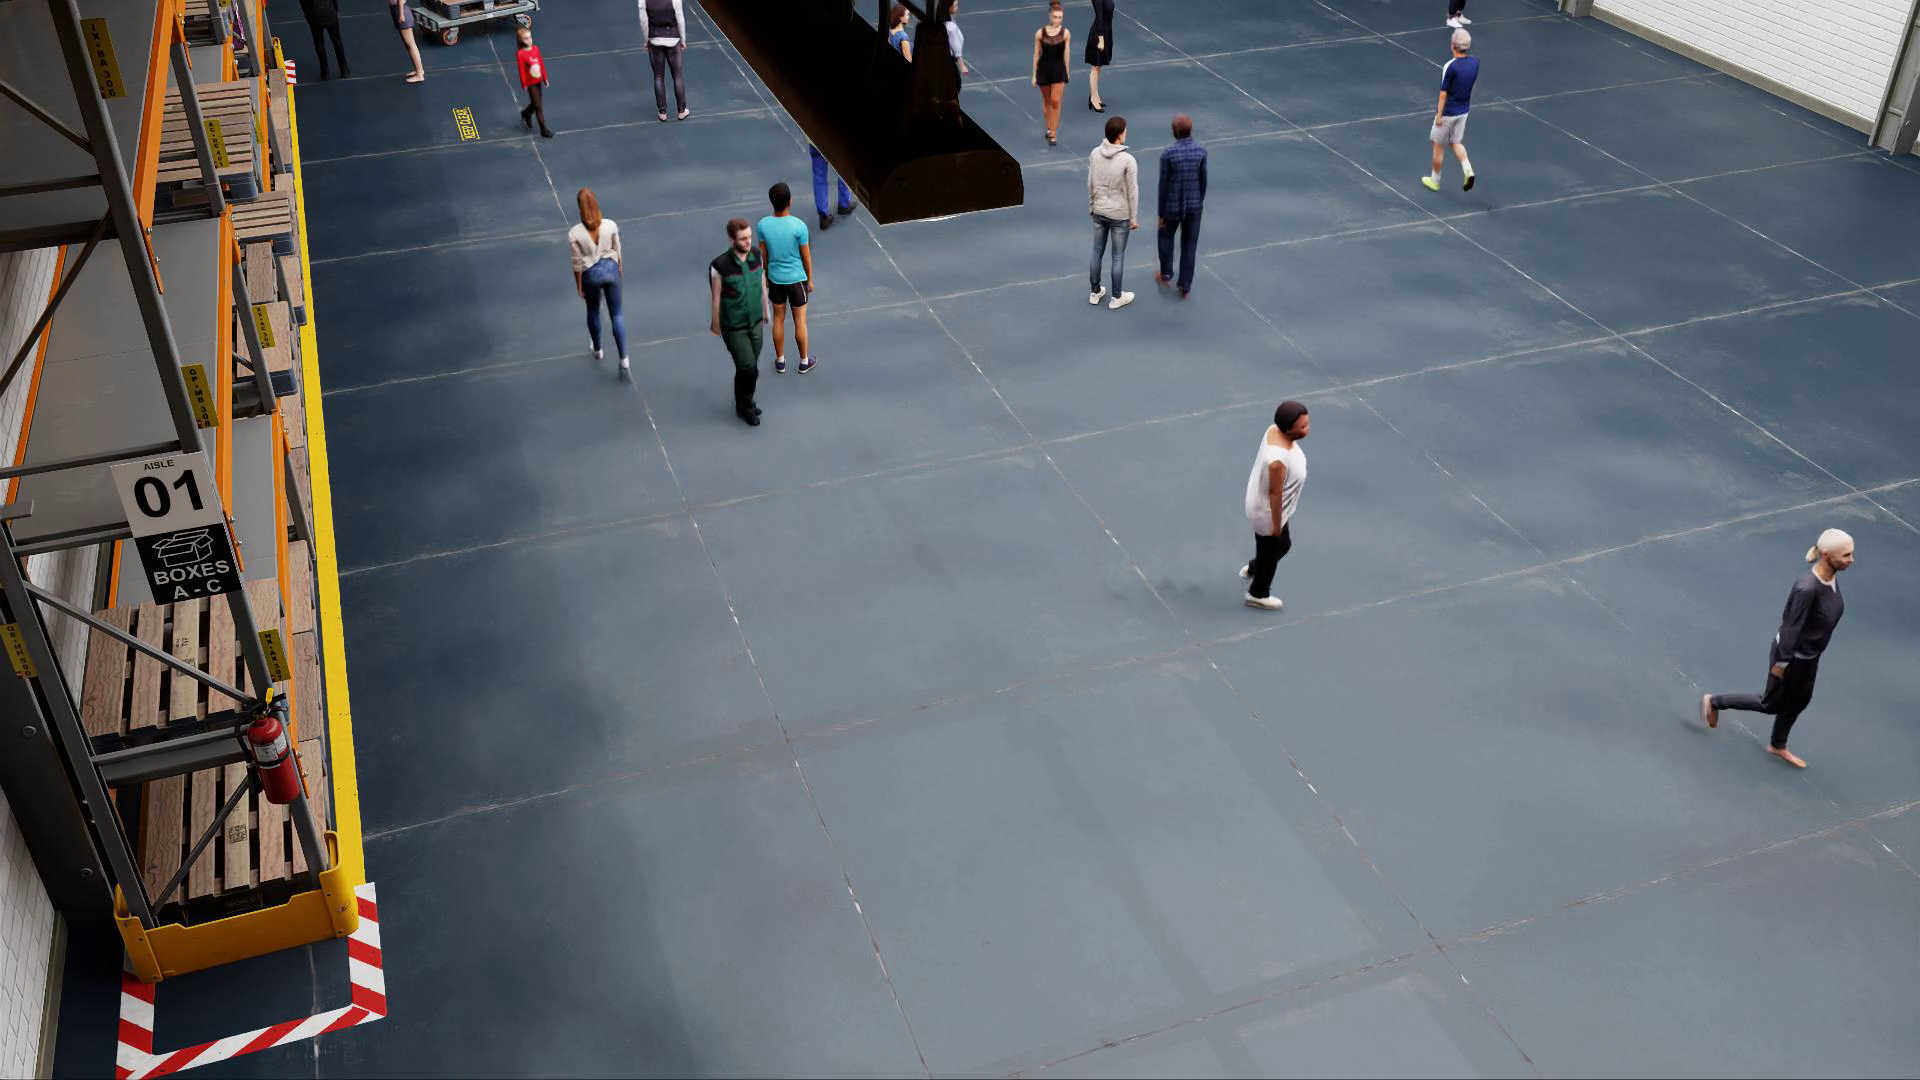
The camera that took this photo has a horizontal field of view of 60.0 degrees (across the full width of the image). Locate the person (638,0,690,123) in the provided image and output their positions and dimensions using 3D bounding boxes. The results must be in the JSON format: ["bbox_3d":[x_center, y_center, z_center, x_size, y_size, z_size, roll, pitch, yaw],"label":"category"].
[{"bbox_3d":[-3.616,-6.049,20.326,0.746,1.822,0.686,-3,34,-4],"label":"person"}]

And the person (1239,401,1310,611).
[{"bbox_3d":[2.152,-0.252,11.736,0.844,1.676,0.739,6,34,8],"label":"person"}]

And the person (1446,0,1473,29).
[{"bbox_3d":[7.205,-8.240,23.626,0.775,1.817,0.809,27,42,34],"label":"person"}]

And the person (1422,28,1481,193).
[{"bbox_3d":[5.471,-4.671,18.249,0.719,1.826,0.958,-16,37,-23],"label":"person"}]

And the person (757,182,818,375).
[{"bbox_3d":[-1.535,-2.311,14.743,0.692,1.777,0.687,5,34,8],"label":"person"}]

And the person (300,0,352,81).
[{"bbox_3d":[-8.314,-6.896,21.637,0.622,1.781,0.608,-9,35,-14],"label":"person"}]

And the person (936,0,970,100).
[{"bbox_3d":[-0.243,-5.608,19.762,0.741,1.712,0.805,-9,35,-14],"label":"person"}]

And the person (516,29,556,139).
[{"bbox_3d":[-5.171,-5.522,20.035,0.913,1.266,0.797,20,38,27],"label":"person"}]

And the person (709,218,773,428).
[{"bbox_3d":[-1.886,-1.878,14.048,0.783,1.826,0.822,-28,42,-35],"label":"person"}]

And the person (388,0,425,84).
[{"bbox_3d":[-7.226,-6.816,21.639,0.651,1.646,0.442,-10,35,-14],"label":"person"}]

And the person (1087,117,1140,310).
[{"bbox_3d":[1.435,-3.129,15.909,0.731,1.849,0.820,20,38,27],"label":"person"}]

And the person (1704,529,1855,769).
[{"bbox_3d":[5.146,0.634,10.374,1.017,1.708,0.851,28,43,36],"label":"person"}]

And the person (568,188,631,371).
[{"bbox_3d":[-3.158,-2.285,14.775,0.615,1.699,0.971,-11,35,-16],"label":"person"}]

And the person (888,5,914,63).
[{"bbox_3d":[-0.681,-5.245,19.132,0.758,1.805,0.560,-17,37,-23],"label":"person"}]

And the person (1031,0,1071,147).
[{"bbox_3d":[1.099,-5.587,19.777,0.826,1.660,0.967,5,34,7],"label":"person"}]

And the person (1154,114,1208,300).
[{"bbox_3d":[2.152,-3.174,16.026,0.780,1.795,0.890,-5,34,-7],"label":"person"}]

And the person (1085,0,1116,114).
[{"bbox_3d":[1.745,-6.225,20.658,0.756,1.748,0.664,7,34,10],"label":"person"}]
